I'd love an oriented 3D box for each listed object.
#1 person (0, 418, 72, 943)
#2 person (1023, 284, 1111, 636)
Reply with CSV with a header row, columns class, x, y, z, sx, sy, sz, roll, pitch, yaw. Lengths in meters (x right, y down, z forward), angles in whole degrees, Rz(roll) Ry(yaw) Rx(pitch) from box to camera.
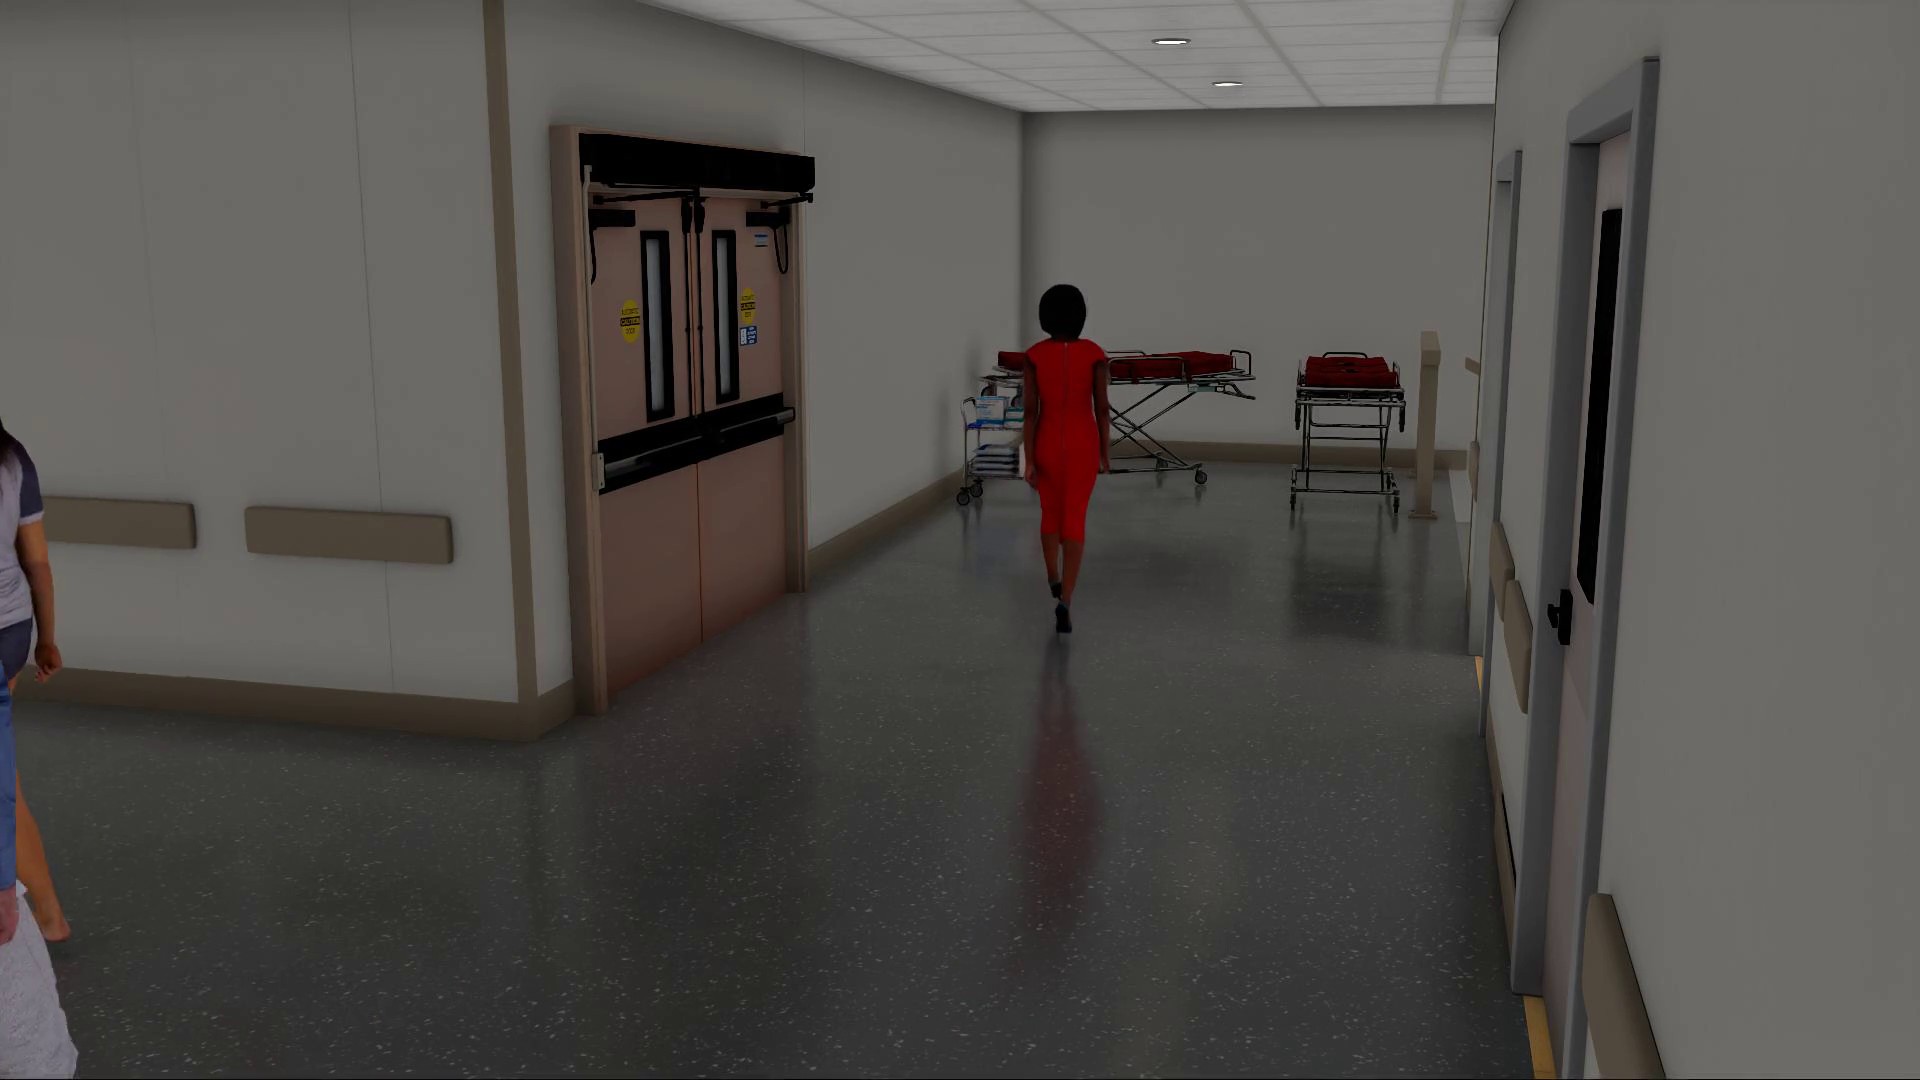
class,x,y,z,sx,sy,sz,roll,pitch,yaw
person,-2.718,0.323,4.648,0.893,1.685,1.124,6,12,30
person,0.525,-0.360,8.211,0.645,1.698,1.117,2,11,9
